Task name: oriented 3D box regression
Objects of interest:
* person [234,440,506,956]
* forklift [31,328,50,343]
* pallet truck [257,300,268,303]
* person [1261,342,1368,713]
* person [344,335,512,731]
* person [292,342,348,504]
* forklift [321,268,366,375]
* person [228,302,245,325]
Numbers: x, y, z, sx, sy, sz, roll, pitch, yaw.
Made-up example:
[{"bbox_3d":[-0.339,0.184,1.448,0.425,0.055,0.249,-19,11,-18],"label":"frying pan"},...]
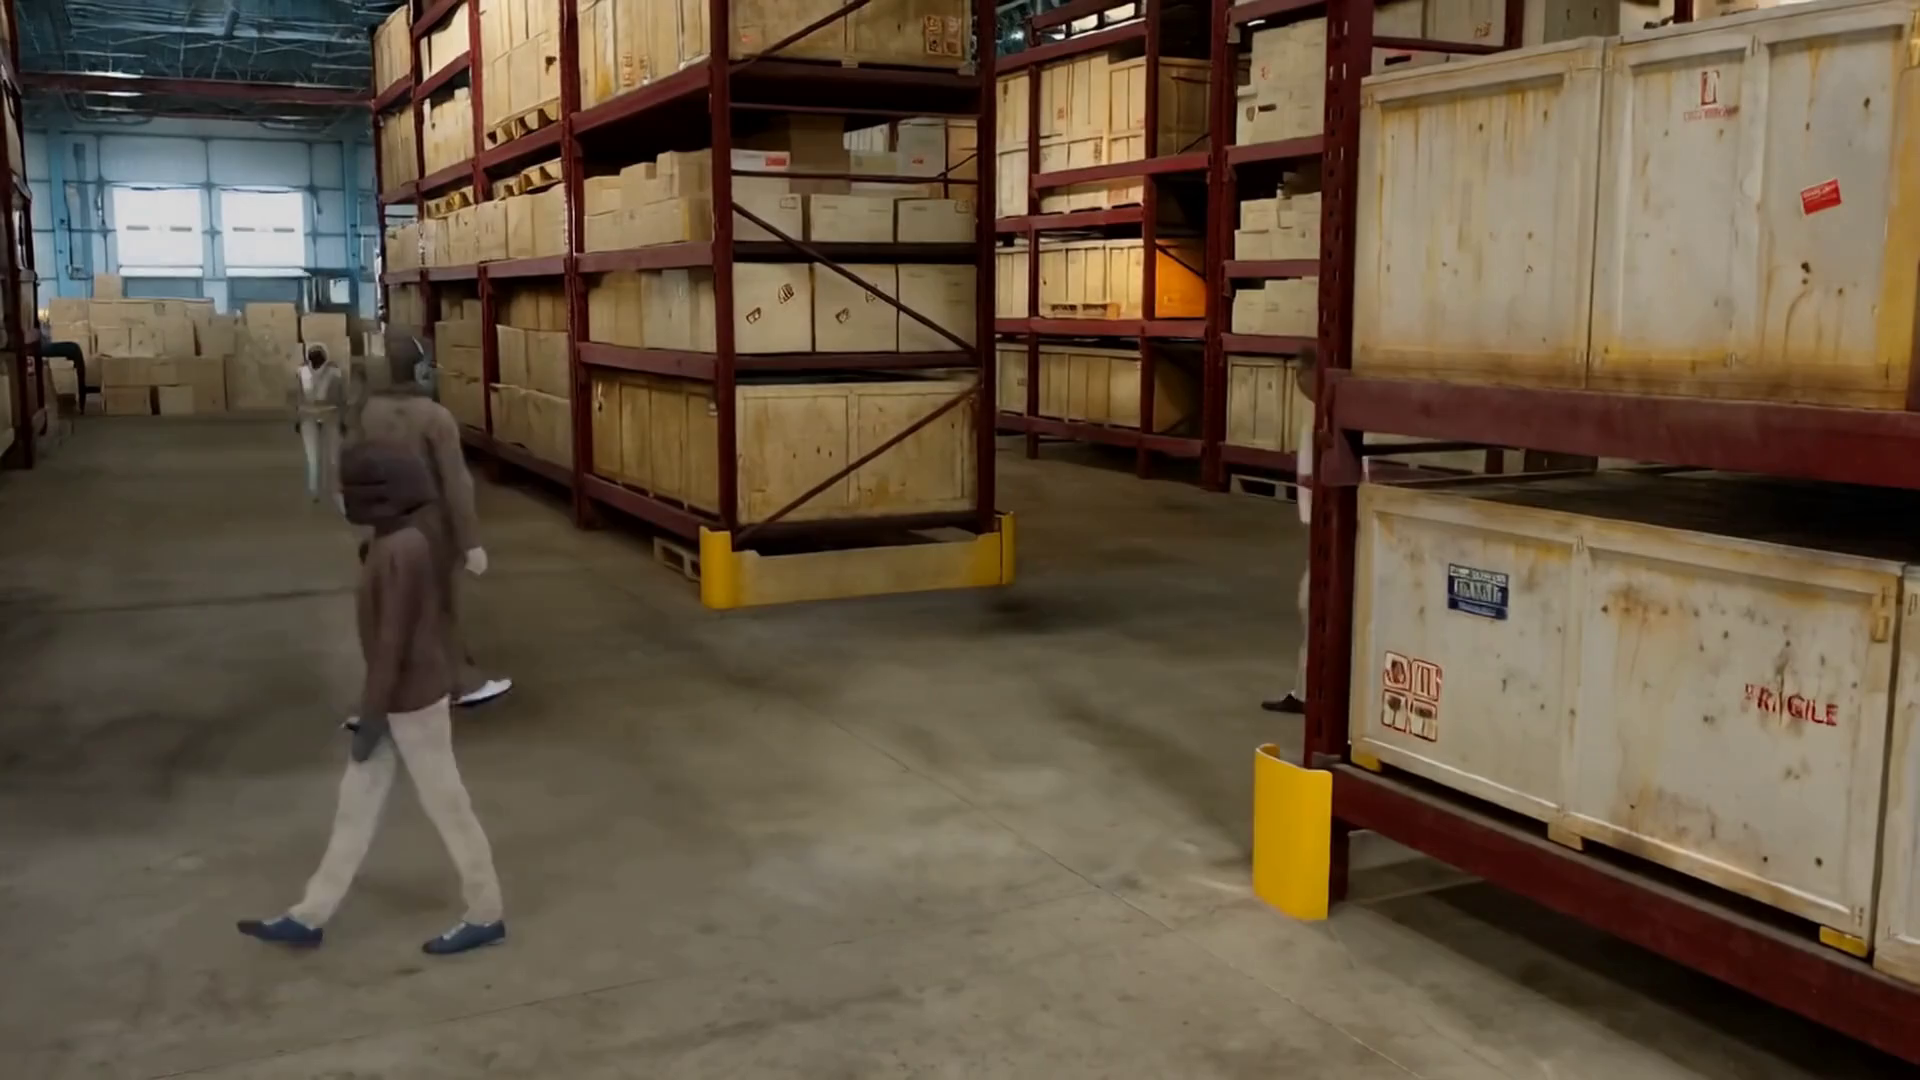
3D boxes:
[{"bbox_3d":[-1.781,0.503,4.991,0.818,1.589,0.526,-4,9,-23],"label":"person"},{"bbox_3d":[-28.778,-6.719,50.422,1.873,2.768,1.129,-3,9,-19],"label":"forklift"},{"bbox_3d":[-23.913,-7.404,58.171,1.885,1.965,0.823,-1,8,-9],"label":"pallet truck"},{"bbox_3d":[1.842,-0.045,8.046,0.639,1.820,0.564,2,8,12],"label":"person"},{"bbox_3d":[-2.559,-0.041,7.915,0.655,1.853,1.021,6,10,36],"label":"person"},{"bbox_3d":[-6.390,-1.185,16.666,0.523,1.597,0.783,-1,8,-8],"label":"person"},{"bbox_3d":[-16.433,-5.812,44.169,1.129,2.768,1.873,-1,8,-9],"label":"forklift"},{"bbox_3d":[-21.250,-6.053,49.120,0.665,1.918,0.539,-7,11,-40],"label":"person"}]
